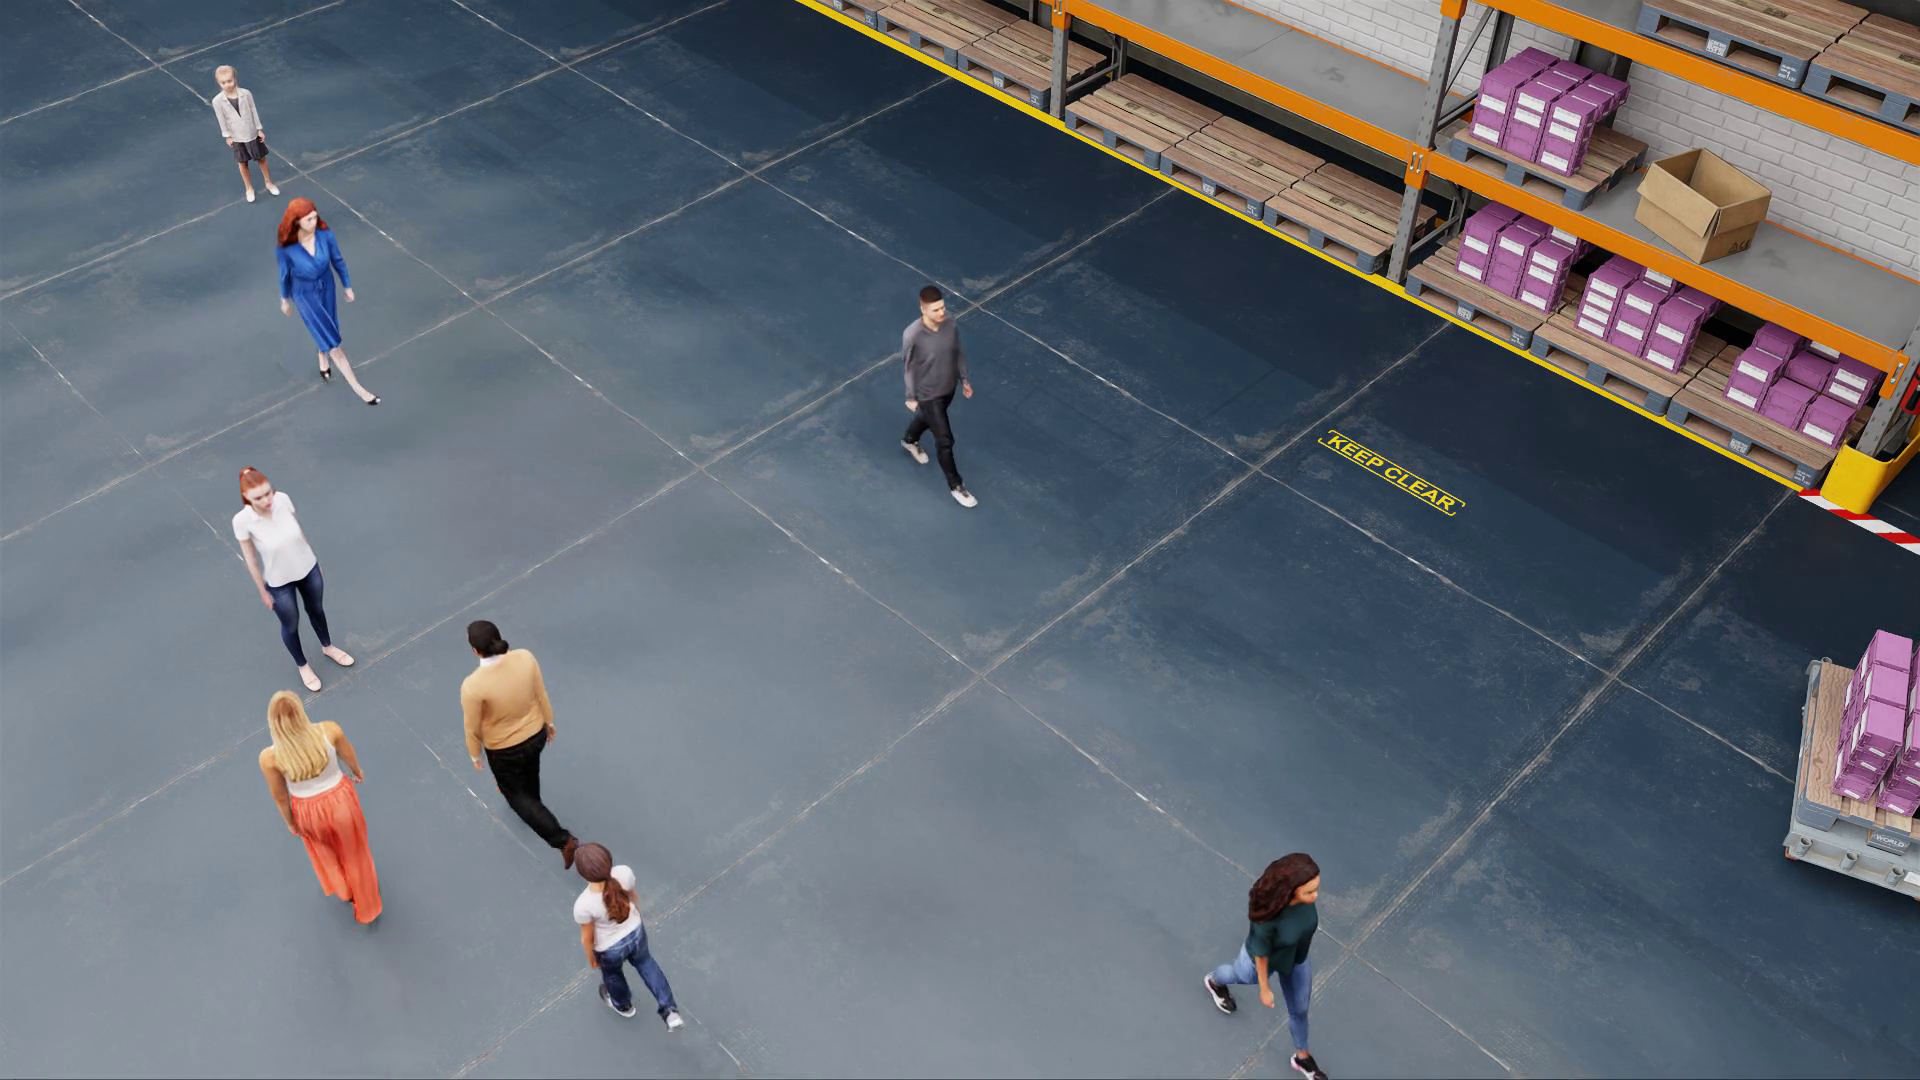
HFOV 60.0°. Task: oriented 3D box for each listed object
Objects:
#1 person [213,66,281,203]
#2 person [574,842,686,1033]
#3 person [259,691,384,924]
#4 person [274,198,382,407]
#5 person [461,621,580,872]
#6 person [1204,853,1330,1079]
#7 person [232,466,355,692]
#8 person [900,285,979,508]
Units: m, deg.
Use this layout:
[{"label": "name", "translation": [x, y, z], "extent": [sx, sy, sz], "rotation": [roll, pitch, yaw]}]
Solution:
[{"label": "person", "translation": [-6.497, -3.699, 15.075], "extent": [0.556, 1.275, 0.583], "rotation": [-22, 48, -22]}, {"label": "person", "translation": [-1.763, 2.122, 8.767], "extent": [0.536, 1.549, 0.857], "rotation": [-34, 53, -31]}, {"label": "person", "translation": [-3.473, 1.555, 9.190], "extent": [0.773, 1.786, 0.902], "rotation": [-19, 47, -19]}, {"label": "person", "translation": [-4.996, -1.870, 12.805], "extent": [0.673, 1.759, 1.115], "rotation": [-30, 51, -28]}, {"label": "person", "translation": [-2.524, 1.192, 9.611], "extent": [1.038, 1.731, 0.709], "rotation": [29, 51, 27]}, {"label": "person", "translation": [1.579, 2.136, 8.735], "extent": [0.743, 1.573, 1.151], "rotation": [-25, 49, -24]}, {"label": "person", "translation": [-4.290, 0.223, 10.623], "extent": [0.564, 1.739, 0.596], "rotation": [28, 50, 26]}, {"label": "person", "translation": [-0.227, -1.134, 12.058], "extent": [0.605, 1.723, 1.107], "rotation": [-33, 53, -30]}]
